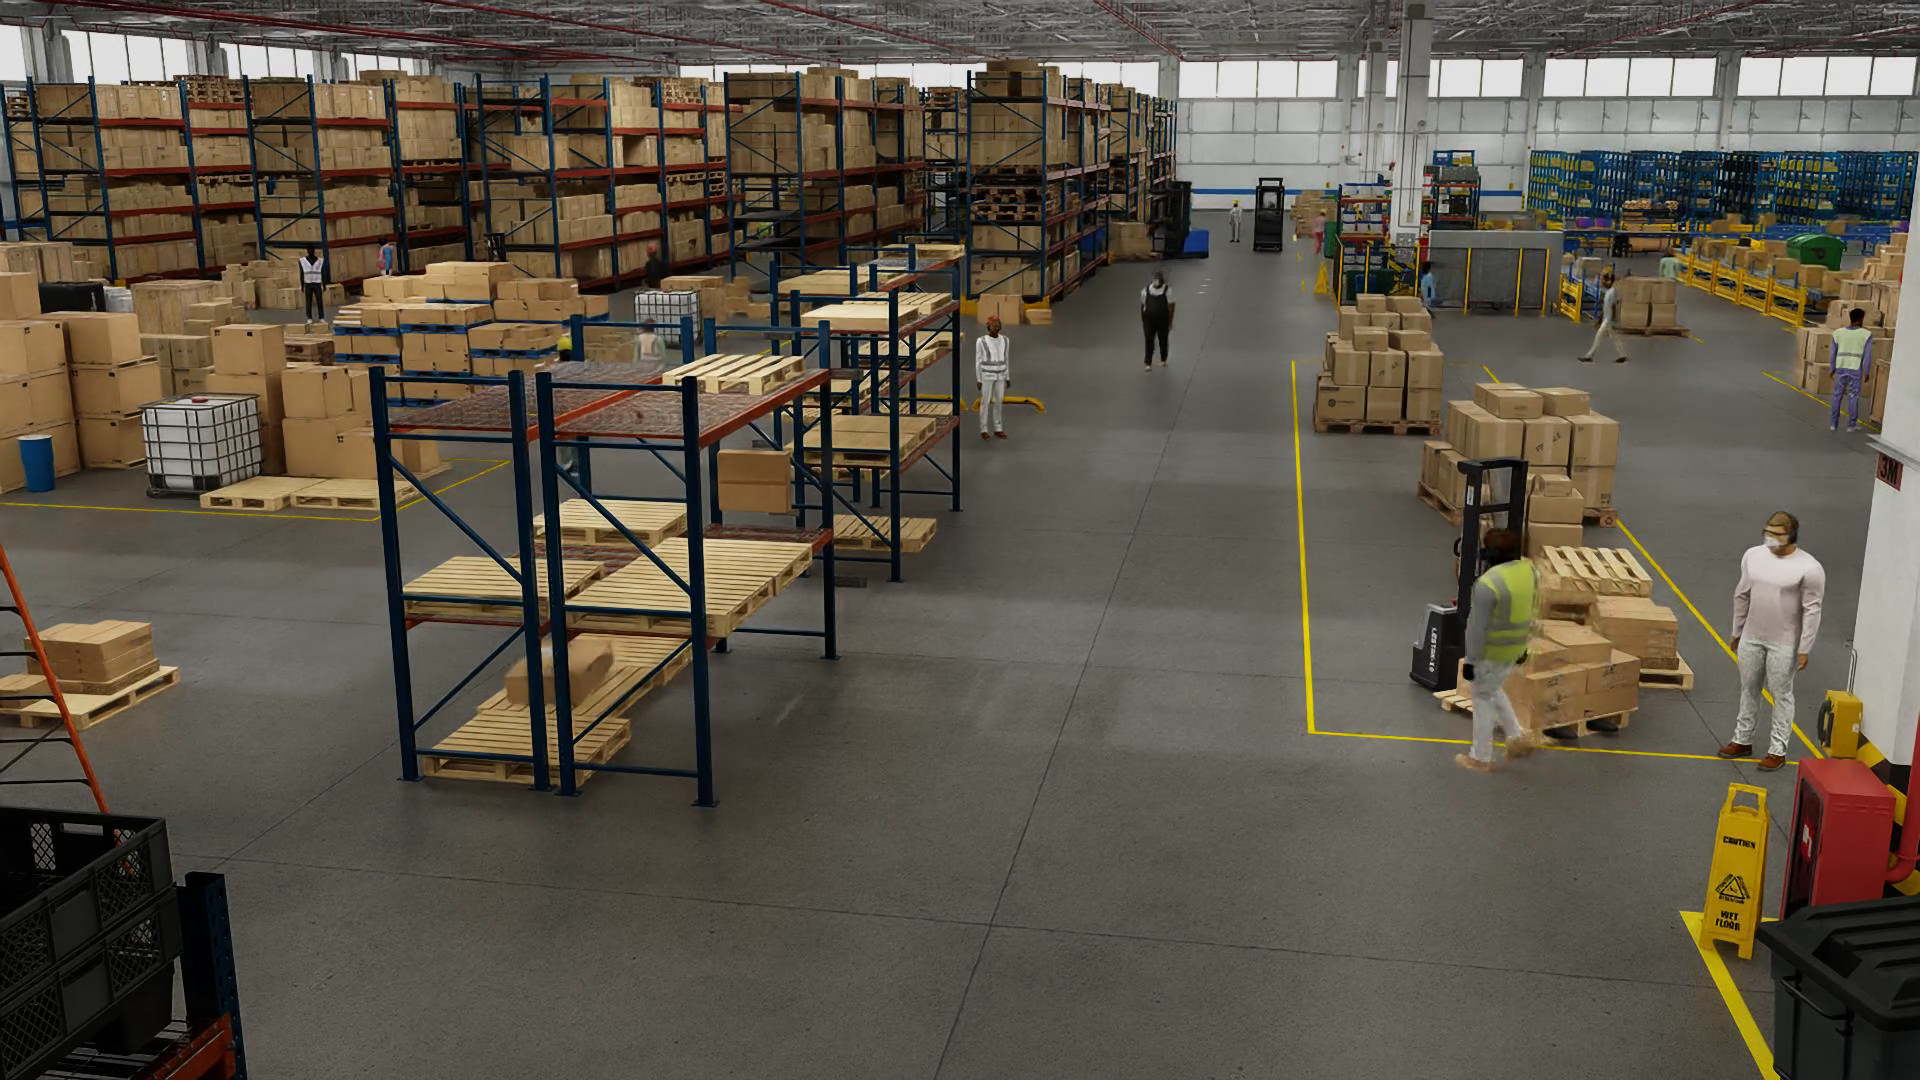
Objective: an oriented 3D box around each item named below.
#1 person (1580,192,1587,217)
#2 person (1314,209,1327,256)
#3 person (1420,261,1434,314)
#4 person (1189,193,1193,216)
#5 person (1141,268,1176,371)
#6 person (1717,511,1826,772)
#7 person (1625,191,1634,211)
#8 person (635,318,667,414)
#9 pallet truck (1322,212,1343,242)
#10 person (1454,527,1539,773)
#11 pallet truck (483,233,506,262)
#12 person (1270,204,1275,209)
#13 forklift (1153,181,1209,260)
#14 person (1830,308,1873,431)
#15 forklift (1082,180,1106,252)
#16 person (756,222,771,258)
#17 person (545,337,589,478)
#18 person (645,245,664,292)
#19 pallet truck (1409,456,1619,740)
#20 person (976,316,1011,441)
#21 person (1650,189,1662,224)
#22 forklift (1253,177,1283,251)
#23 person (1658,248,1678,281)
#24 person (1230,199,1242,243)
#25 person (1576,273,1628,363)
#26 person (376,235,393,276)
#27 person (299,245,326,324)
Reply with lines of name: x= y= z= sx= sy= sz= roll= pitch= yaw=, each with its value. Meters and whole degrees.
person: x=30.108 y=-16.093 z=80.467 sx=0.405 sy=1.943 sz=0.615 roll=7 pitch=15 yaw=26
person: x=13.604 y=-11.538 z=62.397 sx=0.784 sy=1.729 sz=0.539 roll=-11 pitch=18 yaw=-38
person: x=10.736 y=-5.584 z=38.321 sx=0.419 sy=1.675 sz=0.546 roll=1 pitch=14 yaw=4
person: x=12.053 y=-17.831 z=87.979 sx=0.542 sy=1.712 sz=0.903 roll=3 pitch=14 yaw=11
person: x=3.882 y=-4.364 z=32.651 sx=0.684 sy=2.000 sz=0.919 roll=3 pitch=14 yaw=13
person: x=5.941 y=0.729 z=12.182 sx=0.356 sy=1.936 sz=0.638 roll=-8 pitch=16 yaw=-31
person: x=32.434 y=-16.063 z=80.574 sx=0.404 sy=1.835 sz=0.586 roll=-7 pitch=15 yaw=-25
person: x=-5.106 y=-2.822 z=27.283 sx=0.527 sy=1.606 sz=0.801 roll=6 pitch=15 yaw=24
pallet truck: x=15.874 y=-13.227 z=70.310 sx=0.680 sy=1.201 sz=1.601 roll=10 pitch=17 yaw=35
person: x=3.898 y=0.810 z=12.088 sx=0.693 sy=1.825 sz=0.464 roll=-10 pitch=17 yaw=-35
pallet truck: x=-11.832 y=-7.026 z=43.548 sx=1.885 sy=1.965 sz=0.823 roll=8 pitch=16 yaw=28
person: x=12.891 y=-13.093 z=68.862 sx=0.530 sy=1.662 sz=0.787 roll=-5 pitch=15 yaw=-18
forklift: x=7.996 y=-11.576 z=60.201 sx=1.873 sy=2.768 sz=1.129 roll=-5 pitch=15 yaw=-20
person: x=13.883 y=-2.651 z=25.961 sx=0.587 sy=1.914 sz=0.390 roll=13 pitch=19 yaw=43
forklift: x=4.643 y=-11.779 z=61.026 sx=1.873 sy=2.768 sz=1.129 roll=2 pitch=14 yaw=9
person: x=-7.258 y=-11.247 z=61.334 sx=0.587 sy=1.684 sz=0.318 roll=-2 pitch=14 yaw=-7
person: x=-5.298 y=-1.782 z=22.438 sx=0.608 sy=1.907 sz=0.445 roll=-8 pitch=16 yaw=-28
person: x=-7.326 y=-6.116 z=39.986 sx=1.043 sy=1.945 sz=0.616 roll=10 pitch=17 yaw=36
pallet truck: x=4.504 y=0.400 z=13.395 sx=0.823 sy=1.965 sz=1.885 roll=-6 pitch=15 yaw=-23
person: x=0.508 y=-2.453 z=25.215 sx=0.585 sy=1.882 sz=0.344 roll=-8 pitch=16 yaw=-29
person: x=34.131 y=-16.313 z=81.633 sx=0.481 sy=1.817 sz=0.569 roll=5 pitch=15 yaw=21
forklift: x=12.083 y=-12.747 z=64.956 sx=1.129 sy=2.768 sz=1.873 roll=3 pitch=14 yaw=10
person: x=18.676 y=-6.905 z=43.907 sx=0.520 sy=1.584 sz=0.867 roll=2 pitch=14 yaw=7
person: x=11.548 y=-13.381 z=69.721 sx=0.408 sy=1.821 sz=0.588 roll=-13 pitch=19 yaw=-41
person: x=13.067 y=-4.463 z=33.528 sx=0.995 sy=1.817 sz=0.538 roll=4 pitch=14 yaw=16
person: x=-15.701 y=-7.408 z=45.416 sx=0.429 sy=1.842 sz=0.633 roll=-8 pitch=16 yaw=-29
person: x=-15.763 y=-6.240 z=40.546 sx=0.592 sy=1.910 sz=0.386 roll=-7 pitch=15 yaw=-26
